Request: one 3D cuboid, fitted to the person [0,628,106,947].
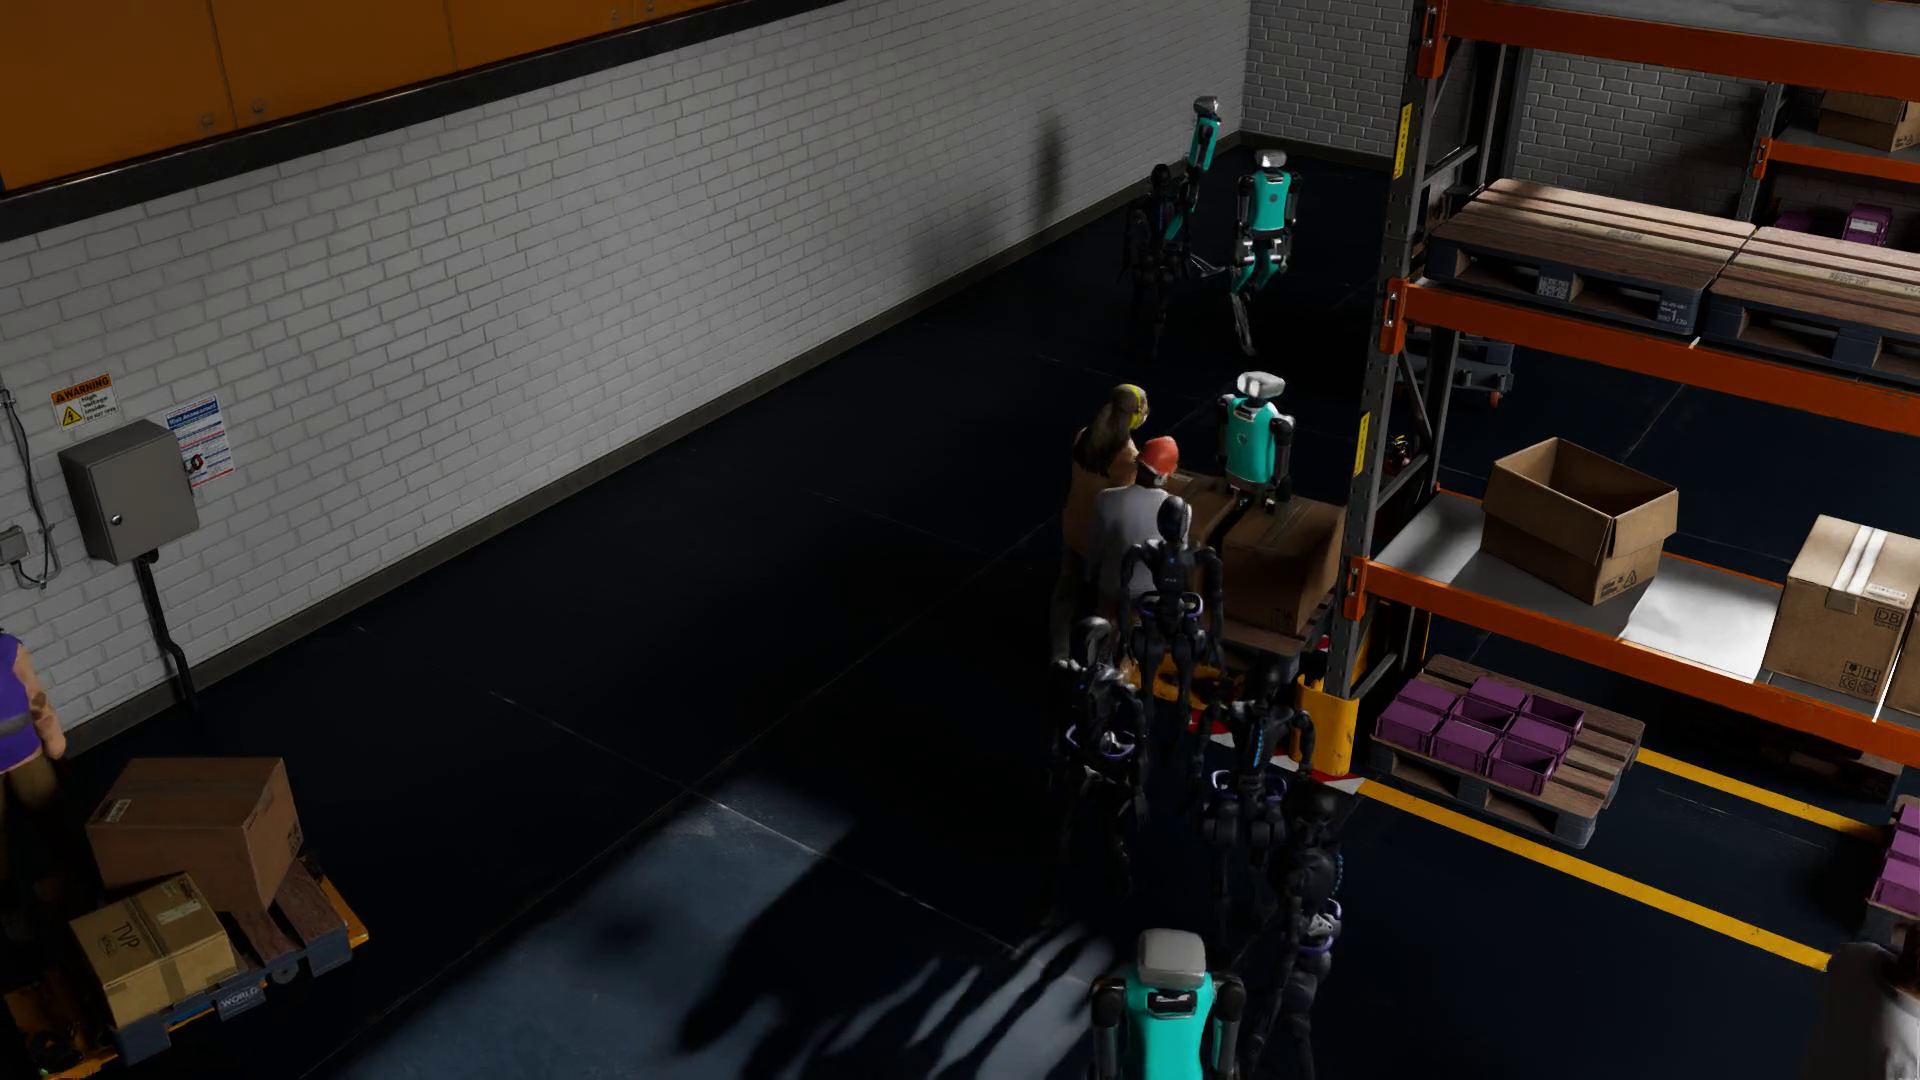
[{"bbox_3d":[-4.441,1.025,7.610,0.644,1.919,0.469,-19,35,-29],"label":"person"}]

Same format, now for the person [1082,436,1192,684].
[{"bbox_3d":[0.962,0.231,9.183,0.578,1.713,0.622,5,30,9],"label":"person"}]

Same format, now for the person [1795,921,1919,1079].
[{"bbox_3d":[3.173,2.059,5.855,0.454,1.891,0.641,-1,30,-1],"label":"person"}]

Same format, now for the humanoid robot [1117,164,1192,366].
[{"bbox_3d":[1.594,-2.252,13.542,0.599,1.645,0.424,0,30,1],"label":"humanoid robot"}]

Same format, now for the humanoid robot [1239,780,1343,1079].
[{"bbox_3d":[1.327,1.672,6.734,0.548,1.644,0.604,11,32,19],"label":"humanoid robot"}]

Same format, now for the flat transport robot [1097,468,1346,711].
[{"bbox_3d":[1.575,0.562,10.065,0.659,0.231,1.431,16,34,26],"label":"flat transport robot"}]

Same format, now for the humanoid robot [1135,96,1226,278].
[{"bbox_3d":[1.943,-3.160,15.064,1.045,1.725,0.540,6,30,10],"label":"humanoid robot"}]

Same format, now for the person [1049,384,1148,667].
[{"bbox_3d":[0.838,-0.027,9.533,0.662,1.838,0.557,-22,36,-33],"label":"person"}]

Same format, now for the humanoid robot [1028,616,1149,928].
[{"bbox_3d":[0.640,1.091,7.769,0.614,1.655,0.599,21,36,32],"label":"humanoid robot"}]

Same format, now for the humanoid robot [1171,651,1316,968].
[{"bbox_3d":[1.272,1.195,7.567,0.600,1.649,0.413,2,30,3],"label":"humanoid robot"}]

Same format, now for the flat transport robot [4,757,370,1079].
[{"bbox_3d":[-3.555,1.942,7.671,1.431,0.231,0.659,-23,37,-34],"label":"flat transport robot"}]

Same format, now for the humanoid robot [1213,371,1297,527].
[{"bbox_3d":[1.841,-0.180,9.965,0.676,1.885,0.543,-25,38,-37],"label":"humanoid robot"}]

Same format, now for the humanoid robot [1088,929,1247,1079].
[{"bbox_3d":[0.719,2.188,5.763,0.532,1.737,0.962,-1,30,-3],"label":"humanoid robot"}]

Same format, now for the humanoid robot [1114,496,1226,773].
[{"bbox_3d":[1.114,0.502,8.765,0.591,1.657,0.331,3,30,6],"label":"humanoid robot"}]

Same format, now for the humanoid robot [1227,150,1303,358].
[{"bbox_3d":[2.405,-2.397,13.812,0.534,1.864,0.804,-6,31,-10],"label":"humanoid robot"}]
